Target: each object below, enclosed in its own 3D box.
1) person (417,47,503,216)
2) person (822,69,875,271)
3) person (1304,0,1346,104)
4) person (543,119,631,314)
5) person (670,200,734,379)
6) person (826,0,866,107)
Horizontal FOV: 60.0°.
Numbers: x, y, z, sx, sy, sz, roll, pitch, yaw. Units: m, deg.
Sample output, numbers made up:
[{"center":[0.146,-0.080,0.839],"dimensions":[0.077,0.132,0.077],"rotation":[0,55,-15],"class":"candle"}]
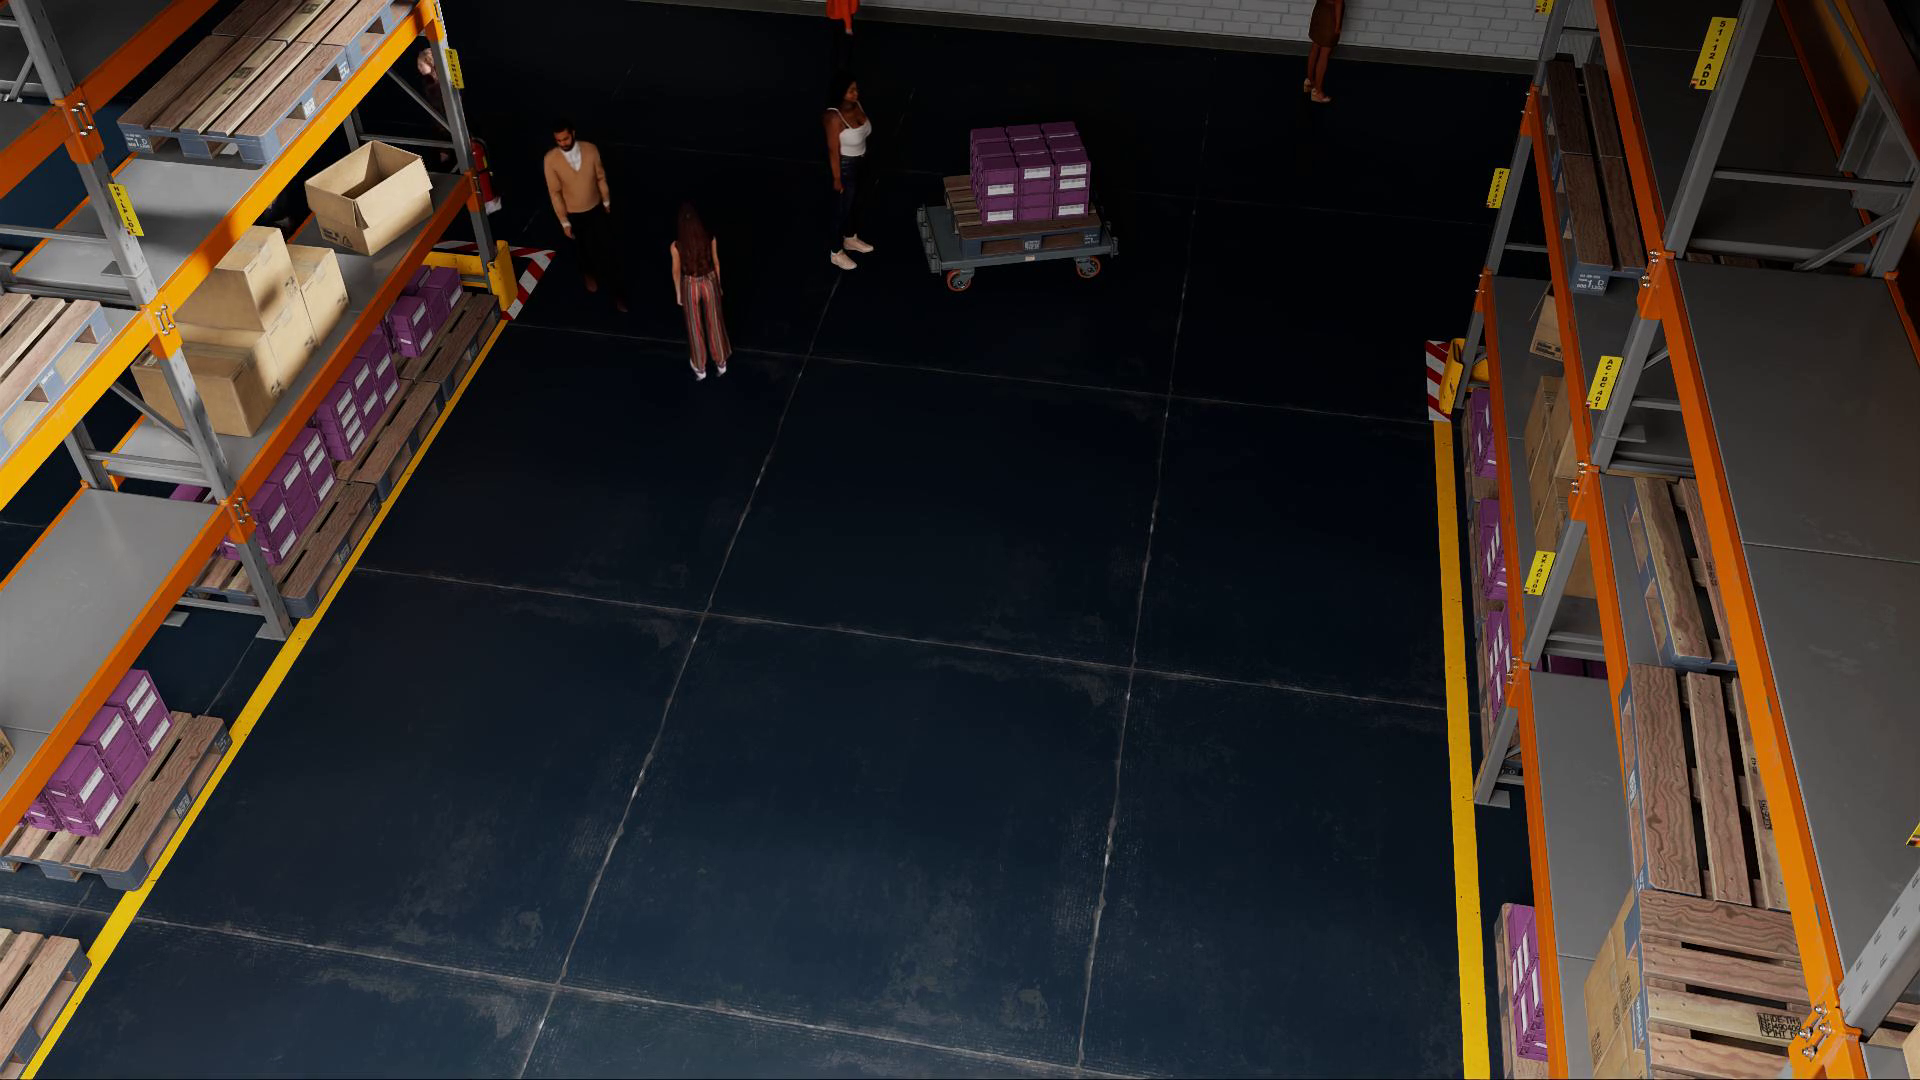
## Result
[{"center":[-4.384,-3.588,14.749],"dimensions":[1.071,1.665,1.024],"rotation":[-26,49,-24],"class":"person"},{"center":[-0.974,-3.193,14.231],"dimensions":[0.771,1.808,0.636],"rotation":[19,47,19],"class":"person"},{"center":[3.620,-5.141,16.361],"dimensions":[0.688,1.690,0.556],"rotation":[-8,44,-8],"class":"person"},{"center":[-3.192,-2.777,13.865],"dimensions":[1.048,1.709,1.185],"rotation":[-18,47,-18],"class":"person"},{"center":[-2.050,-1.989,13.145],"dimensions":[0.623,1.562,0.638],"rotation":[-11,45,-11],"class":"person"},{"center":[-1.171,-5.101,16.276],"dimensions":[0.762,1.749,0.643],"rotation":[-12,45,-12],"class":"person"}]
